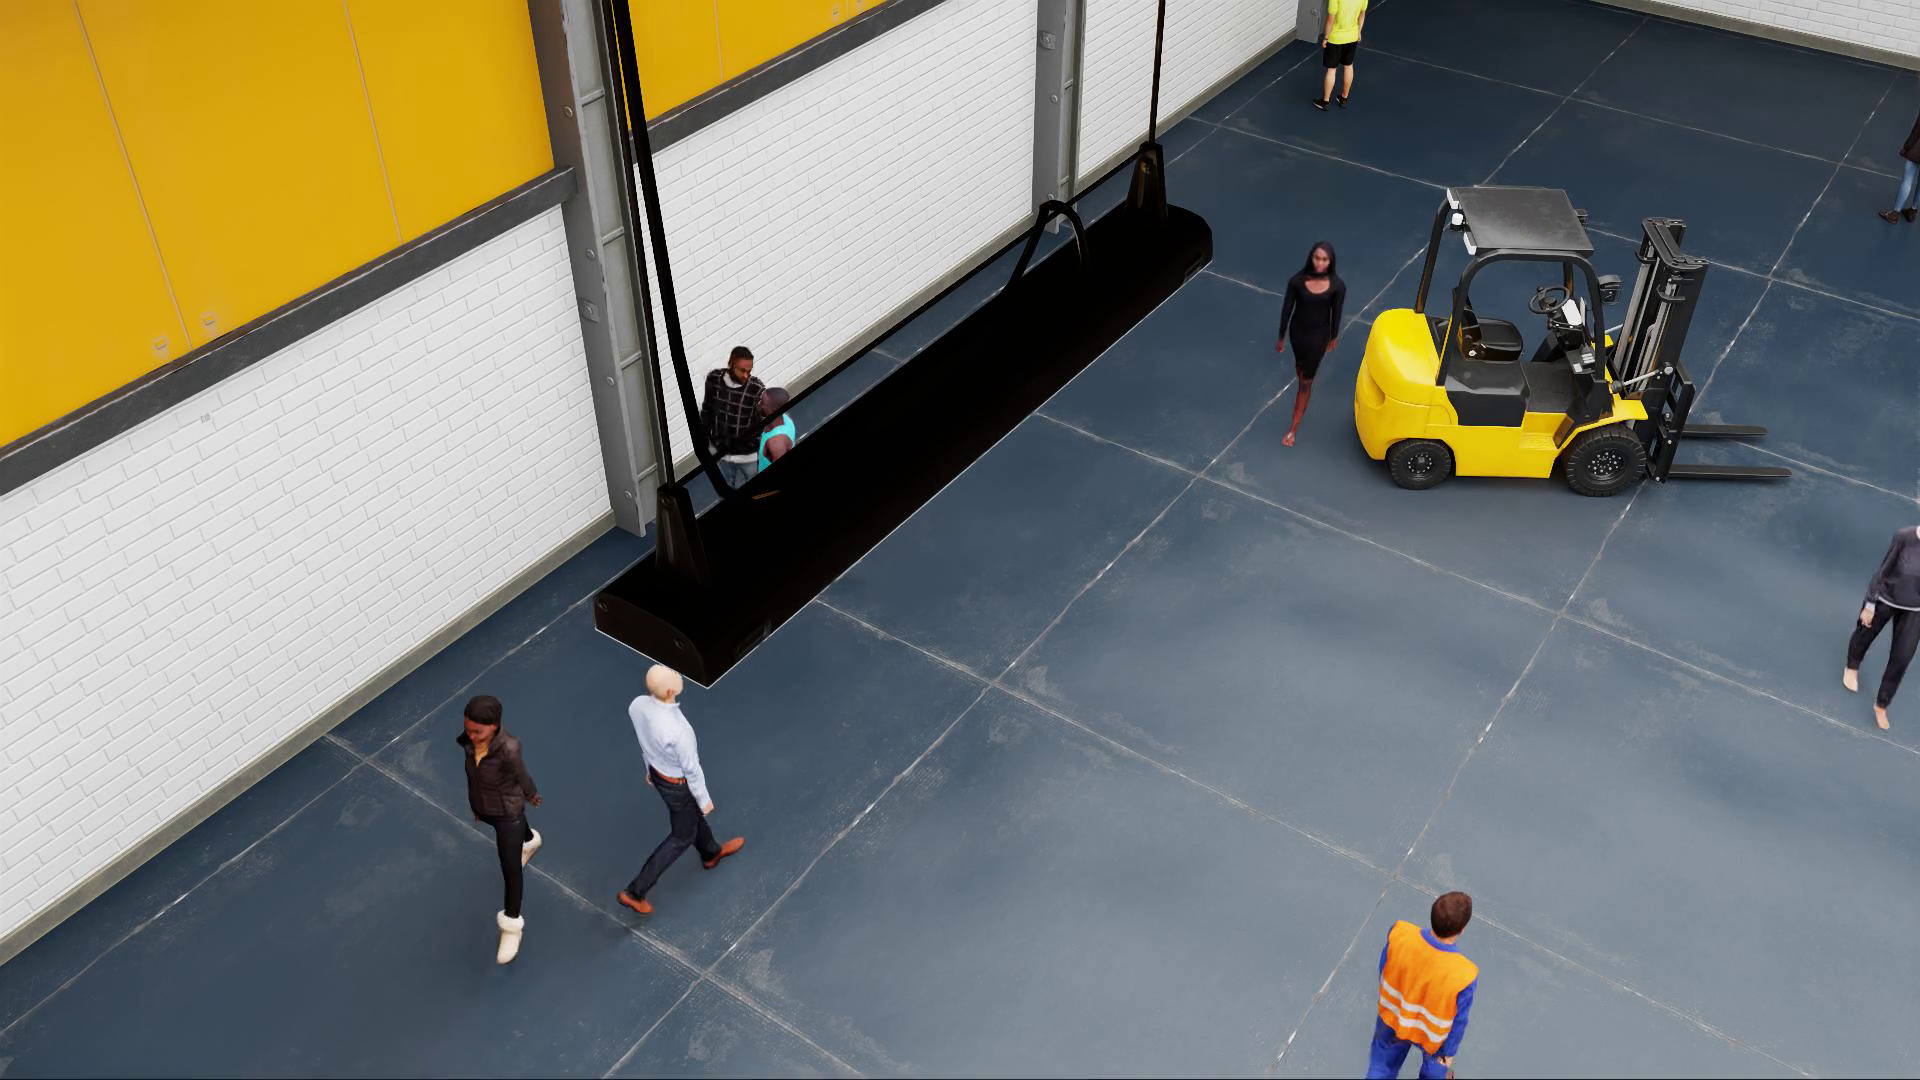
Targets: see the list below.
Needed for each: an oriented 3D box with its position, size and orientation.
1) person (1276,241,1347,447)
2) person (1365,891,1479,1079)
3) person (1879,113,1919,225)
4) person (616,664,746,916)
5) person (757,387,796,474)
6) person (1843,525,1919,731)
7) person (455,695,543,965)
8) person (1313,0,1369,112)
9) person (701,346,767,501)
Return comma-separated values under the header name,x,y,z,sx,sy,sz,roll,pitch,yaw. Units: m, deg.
name,x,y,z,sx,sy,sz,roll,pitch,yaw
person,2.875,-1.693,13.677,0.836,1.666,1.272,14,41,16
person,2.228,2.467,8.327,0.712,1.840,0.944,26,45,29
person,9.591,-3.917,16.487,0.748,1.634,0.801,-4,39,-5
person,-1.699,1.457,9.653,1.230,1.766,0.857,-28,46,-30
person,-1.248,-0.322,11.844,0.738,1.811,0.638,0,39,0
person,6.249,0.345,11.095,0.754,1.703,0.944,13,41,16
person,-2.724,1.631,9.534,0.802,1.642,1.172,18,42,21
person,4.293,-5.663,18.614,0.674,1.708,0.757,-10,40,-13
person,-1.675,-0.700,12.326,0.827,1.800,0.675,27,46,30
